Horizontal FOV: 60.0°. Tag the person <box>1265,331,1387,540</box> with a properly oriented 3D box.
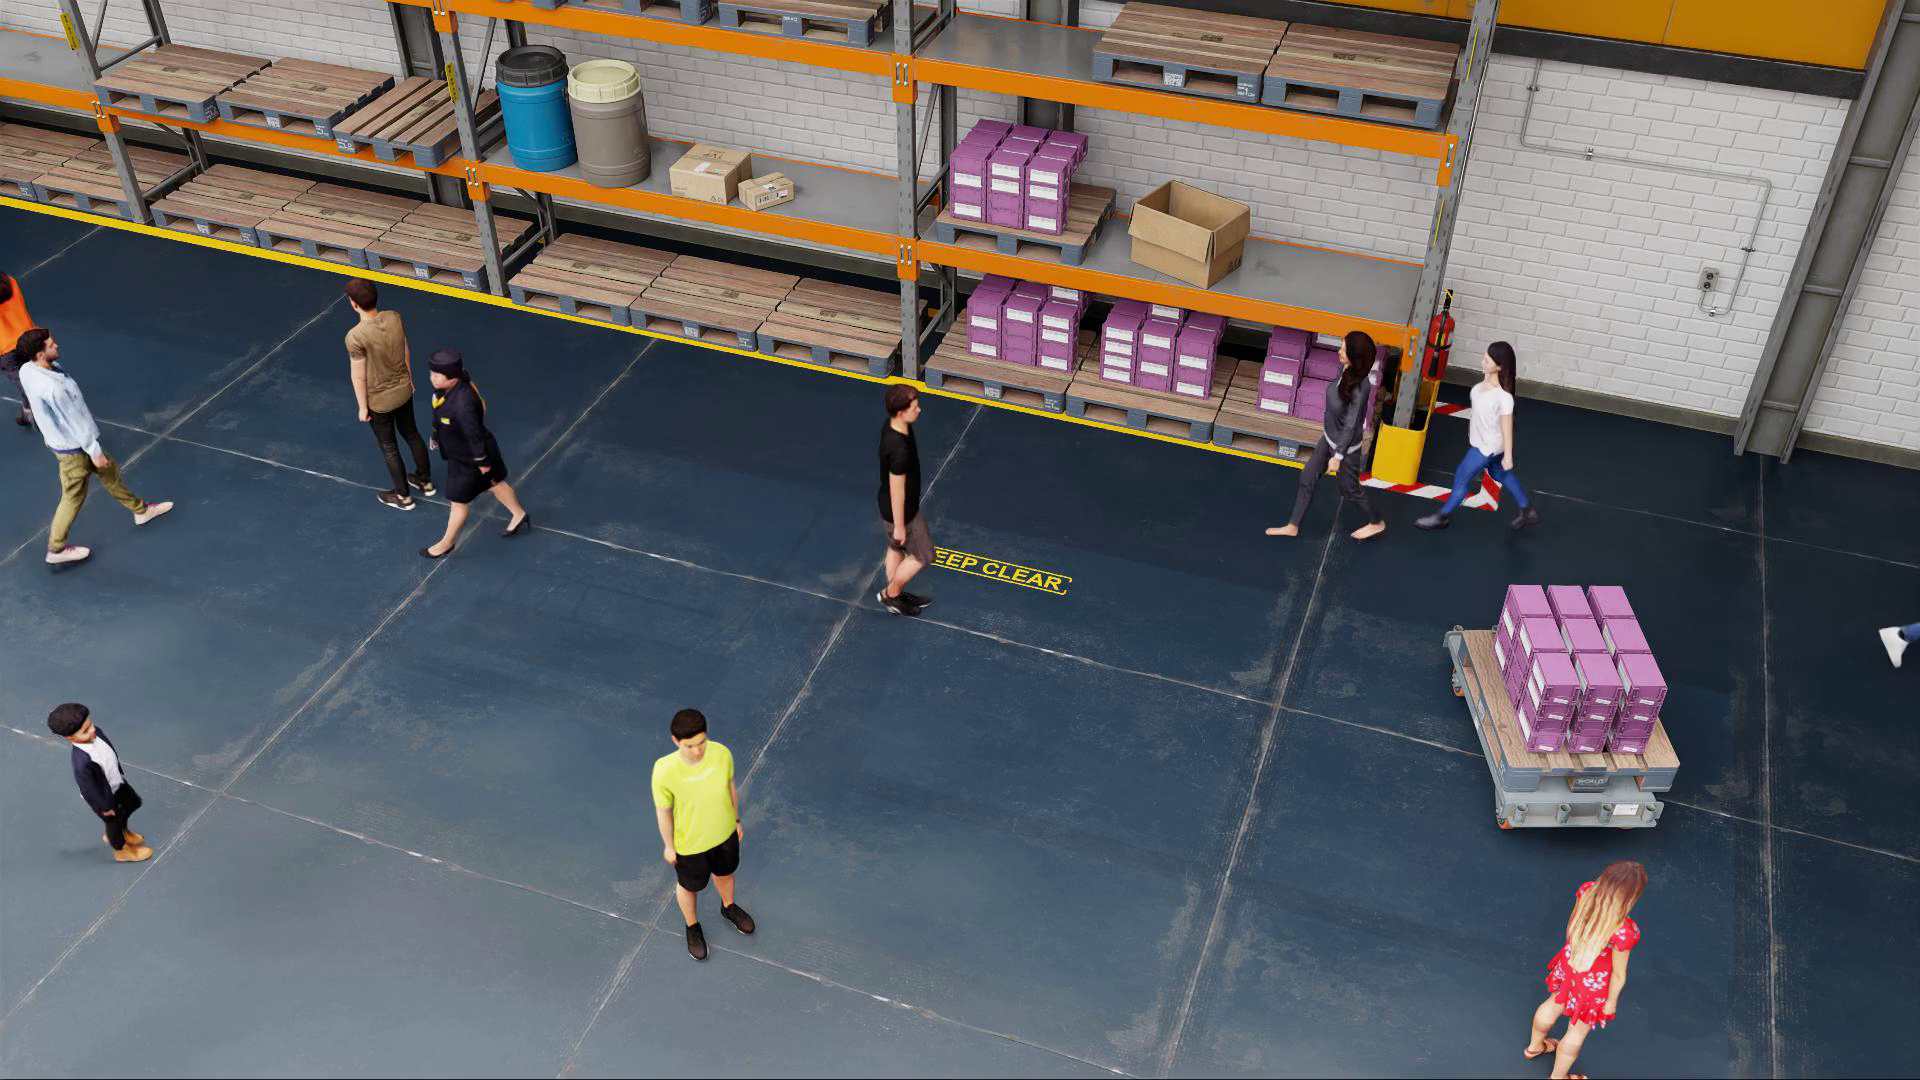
[{"bbox_3d":[2.776,-0.676,11.712,1.198,1.728,0.967,-5,39,-6],"label":"person"}]

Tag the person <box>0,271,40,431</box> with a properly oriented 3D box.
[{"bbox_3d":[-7.158,-1.439,12.679,1.102,1.713,0.641,13,40,16],"label":"person"}]

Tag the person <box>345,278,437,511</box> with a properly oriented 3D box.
[{"bbox_3d":[-4.152,-1.060,12.097,0.620,1.849,0.699,18,42,22],"label":"person"}]

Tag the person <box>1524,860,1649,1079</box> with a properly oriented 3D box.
[{"bbox_3d":[3.118,2.148,8.285,0.702,1.592,0.662,-11,40,-13],"label":"person"}]

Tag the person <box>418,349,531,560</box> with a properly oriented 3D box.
[{"bbox_3d":[-3.372,-0.626,11.729,1.162,1.629,1.108,-17,42,-20],"label":"person"}]

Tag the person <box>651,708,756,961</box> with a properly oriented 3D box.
[{"bbox_3d":[-1.396,1.545,8.946,0.702,1.709,0.727,-23,44,-26],"label":"person"}]

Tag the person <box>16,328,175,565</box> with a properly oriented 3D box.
[{"bbox_3d":[-6.283,-0.616,11.607,1.127,1.765,1.235,-29,47,-31],"label":"person"}]

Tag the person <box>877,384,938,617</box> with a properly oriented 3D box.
[{"bbox_3d":[-0.475,-0.240,11.064,0.804,1.855,0.808,-3,39,-4],"label":"person"}]

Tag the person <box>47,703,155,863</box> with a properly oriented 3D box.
[{"bbox_3d":[-4.972,1.394,9.530,0.611,1.217,0.585,-4,39,-5],"label":"person"}]

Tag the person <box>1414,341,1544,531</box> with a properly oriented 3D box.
[{"bbox_3d":[3.823,-0.654,11.754,1.183,1.642,0.828,5,39,6],"label":"person"}]
